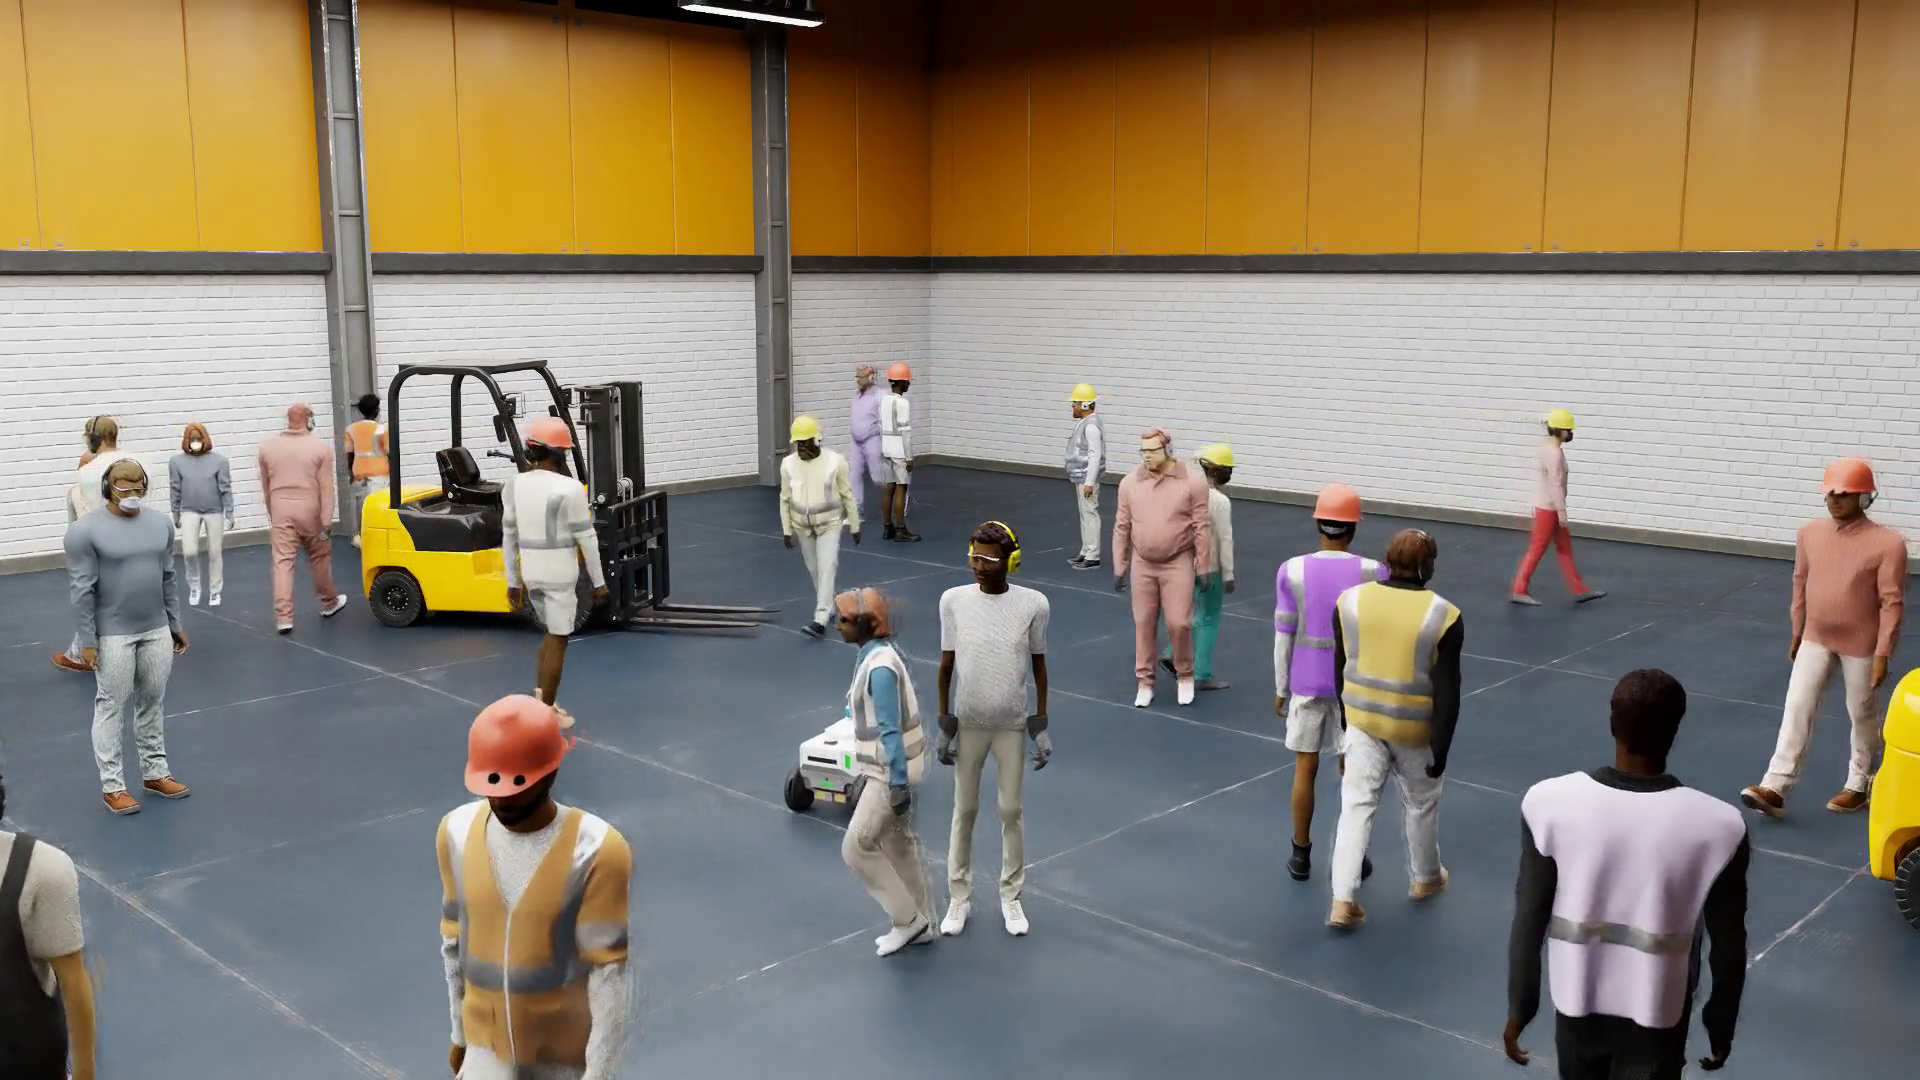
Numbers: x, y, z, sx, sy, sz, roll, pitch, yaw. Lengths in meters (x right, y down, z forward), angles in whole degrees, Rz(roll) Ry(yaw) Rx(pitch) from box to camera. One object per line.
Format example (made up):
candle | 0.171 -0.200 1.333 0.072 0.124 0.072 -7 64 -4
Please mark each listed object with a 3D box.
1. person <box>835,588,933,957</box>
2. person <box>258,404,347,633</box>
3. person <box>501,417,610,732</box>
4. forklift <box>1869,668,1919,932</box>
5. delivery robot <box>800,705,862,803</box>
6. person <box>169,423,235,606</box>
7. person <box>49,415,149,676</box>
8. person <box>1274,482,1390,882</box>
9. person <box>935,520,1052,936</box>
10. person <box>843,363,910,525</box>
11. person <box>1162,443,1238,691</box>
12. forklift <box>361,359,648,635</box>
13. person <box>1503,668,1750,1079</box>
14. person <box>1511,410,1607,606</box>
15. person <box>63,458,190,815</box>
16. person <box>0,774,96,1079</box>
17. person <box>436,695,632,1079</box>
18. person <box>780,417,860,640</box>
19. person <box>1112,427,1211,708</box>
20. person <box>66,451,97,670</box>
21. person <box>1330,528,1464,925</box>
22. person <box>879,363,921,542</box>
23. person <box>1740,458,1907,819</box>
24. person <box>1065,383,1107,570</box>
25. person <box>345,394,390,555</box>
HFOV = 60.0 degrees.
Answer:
person | -0.306 0.997 7.105 0.444 1.609 0.525 -1 9 -5
person | -5.444 -0.198 13.729 0.662 1.841 1.014 0 9 0
person | -2.561 0.229 10.556 0.614 2.019 0.537 6 11 31
forklift | 5.205 0.723 7.013 2.313 2.155 1.214 9 13 43
delivery robot | -0.575 1.148 9.133 0.477 0.478 0.707 5 10 26
person | -6.601 -0.214 14.507 0.511 1.617 0.402 -3 10 -20
person | -6.215 0.049 12.051 0.854 1.906 0.643 3 10 19
person | 1.790 0.687 8.017 0.551 1.934 0.373 2 10 15
person | 0.148 0.831 7.364 0.521 1.864 0.334 0 9 3
person | -0.994 -1.119 19.304 0.833 1.877 0.649 -8 12 -41
person | 1.729 0.196 11.620 0.421 1.749 0.532 -3 10 -15
forklift | -3.850 -0.407 13.936 2.313 2.155 1.214 2 9 11
person | 1.862 1.277 4.658 0.597 1.857 1.048 5 10 26
person | 5.252 -0.271 14.541 0.725 1.739 0.552 3 10 17
person | -4.537 0.511 9.113 0.371 1.933 0.627 5 11 28
person | -2.509 1.359 4.344 0.529 1.807 0.944 -2 9 -10
person | -1.138 1.324 4.269 0.565 1.882 0.978 2 9 10
person | -1.160 -0.107 13.392 0.621 1.774 0.887 3 10 16
person | 1.349 0.184 11.239 0.665 1.897 0.422 5 10 26
person | -6.288 0.154 12.196 0.513 1.640 0.309 3 10 16
person | 1.965 0.837 7.550 0.633 1.802 0.949 6 11 33
person | -0.658 -0.944 18.018 0.359 1.938 0.545 -6 11 -32
person | 4.612 0.547 8.822 0.980 1.946 0.647 -6 11 -33
person | 1.231 -0.623 16.364 0.403 1.832 0.594 0 9 -1
person | -6.133 -0.684 17.247 0.541 1.670 0.828 3 10 16
